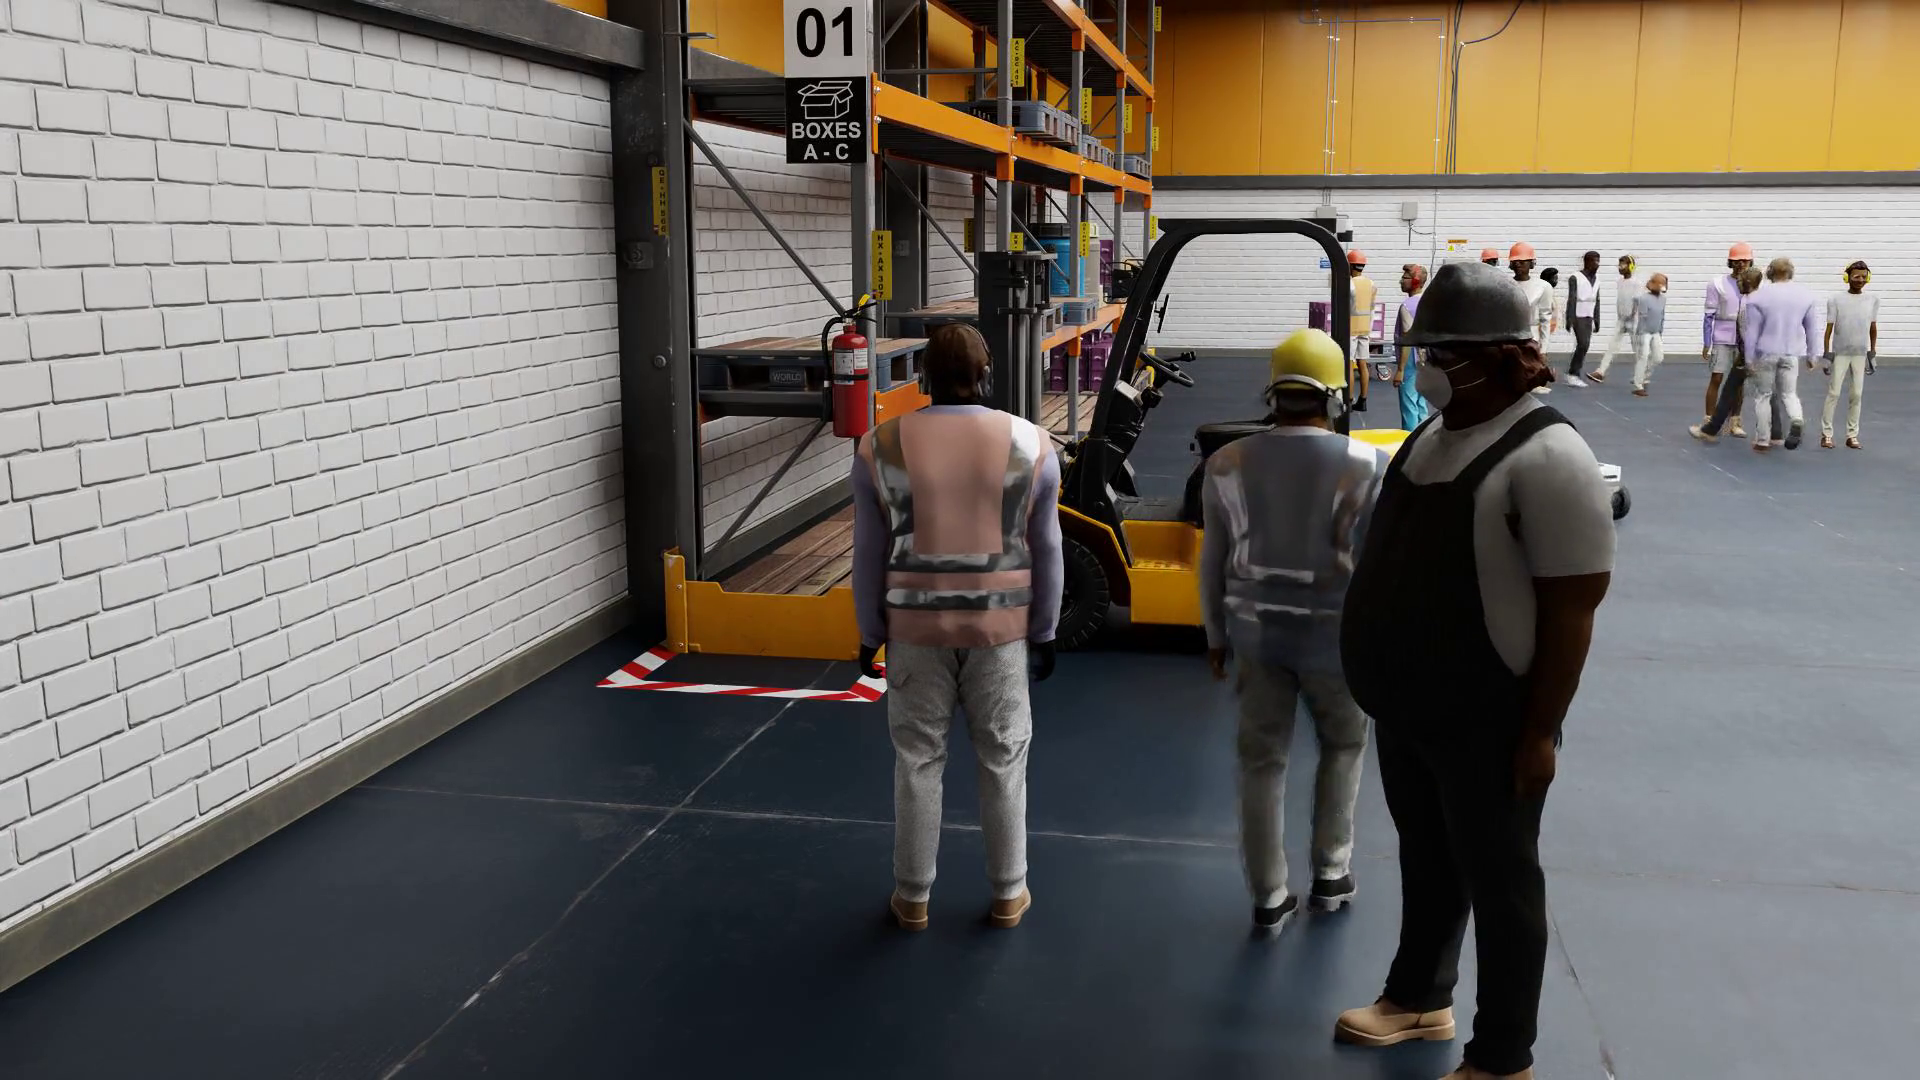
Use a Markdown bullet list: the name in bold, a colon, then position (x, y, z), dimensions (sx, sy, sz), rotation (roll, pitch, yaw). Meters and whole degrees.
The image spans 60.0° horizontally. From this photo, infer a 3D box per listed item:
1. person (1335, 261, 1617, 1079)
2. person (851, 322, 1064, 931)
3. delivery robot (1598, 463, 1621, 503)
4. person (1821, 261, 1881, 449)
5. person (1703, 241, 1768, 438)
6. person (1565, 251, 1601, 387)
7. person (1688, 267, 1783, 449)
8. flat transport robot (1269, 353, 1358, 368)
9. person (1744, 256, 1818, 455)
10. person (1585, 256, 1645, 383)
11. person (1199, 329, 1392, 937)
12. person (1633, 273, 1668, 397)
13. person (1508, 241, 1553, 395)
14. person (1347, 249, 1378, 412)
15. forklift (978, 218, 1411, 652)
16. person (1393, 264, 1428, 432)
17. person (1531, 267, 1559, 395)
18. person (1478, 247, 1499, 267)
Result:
- **person**: position (1.176, 0.355, 4.001), dimensions (0.535, 2.000, 0.688), rotation (-3, 11, -16)
- **person**: position (-0.006, 0.271, 5.009), dimensions (0.633, 1.841, 0.429), rotation (0, 10, -2)
- **delivery robot**: position (4.568, -0.485, 12.422), dimensions (0.477, 0.478, 0.707), rotation (-5, 11, -25)
- **person**: position (8.799, -1.821, 16.443), dimensions (0.502, 1.861, 0.328), rotation (1, 10, 6)
- **person**: position (8.070, -2.078, 17.331), dimensions (0.610, 2.042, 0.396), rotation (2, 11, 11)
- **person**: position (8.708, -3.076, 23.199), dimensions (0.613, 1.895, 0.483), rotation (-7, 12, -32)
- **person**: position (7.850, -1.822, 16.617), dimensions (0.505, 1.789, 0.947), rotation (-8, 13, -37)
- **flat transport robot**: position (5.719, -2.870, 26.535), dimensions (1.431, 0.197, 0.652), rotation (9, 14, 42)
- **person**: position (7.816, -1.735, 15.802), dimensions (0.665, 1.910, 0.673), rotation (1, 10, 7)
- **person**: position (9.443, -3.117, 23.685), dimensions (1.004, 1.805, 0.546), rotation (-4, 11, -20)
- **person**: position (1.047, 0.271, 5.066), dimensions (0.620, 1.814, 0.610), rotation (4, 11, 23)
- **person**: position (9.063, -2.684, 21.826), dimensions (0.538, 1.617, 0.336), rotation (-5, 12, -27)
- **person**: position (5.509, -1.919, 16.458), dimensions (0.605, 2.045, 0.383), rotation (6, 12, 29)
- **person**: position (4.705, -2.492, 19.892), dimensions (0.546, 1.938, 0.361), rotation (-6, 12, -30)
- **forklift**: position (1.285, -0.567, 8.635), dimensions (2.313, 2.155, 1.214), rotation (2, 11, 11)
- **person**: position (4.103, -1.563, 15.042), dimensions (0.383, 1.847, 0.570), rotation (8, 13, 36)
- **person**: position (7.784, -2.782, 22.162), dimensions (0.321, 1.689, 0.530), rotation (4, 11, 22)
- **person**: position (7.972, -3.442, 25.104), dimensions (0.378, 1.932, 0.551), rotation (2, 11, 13)
